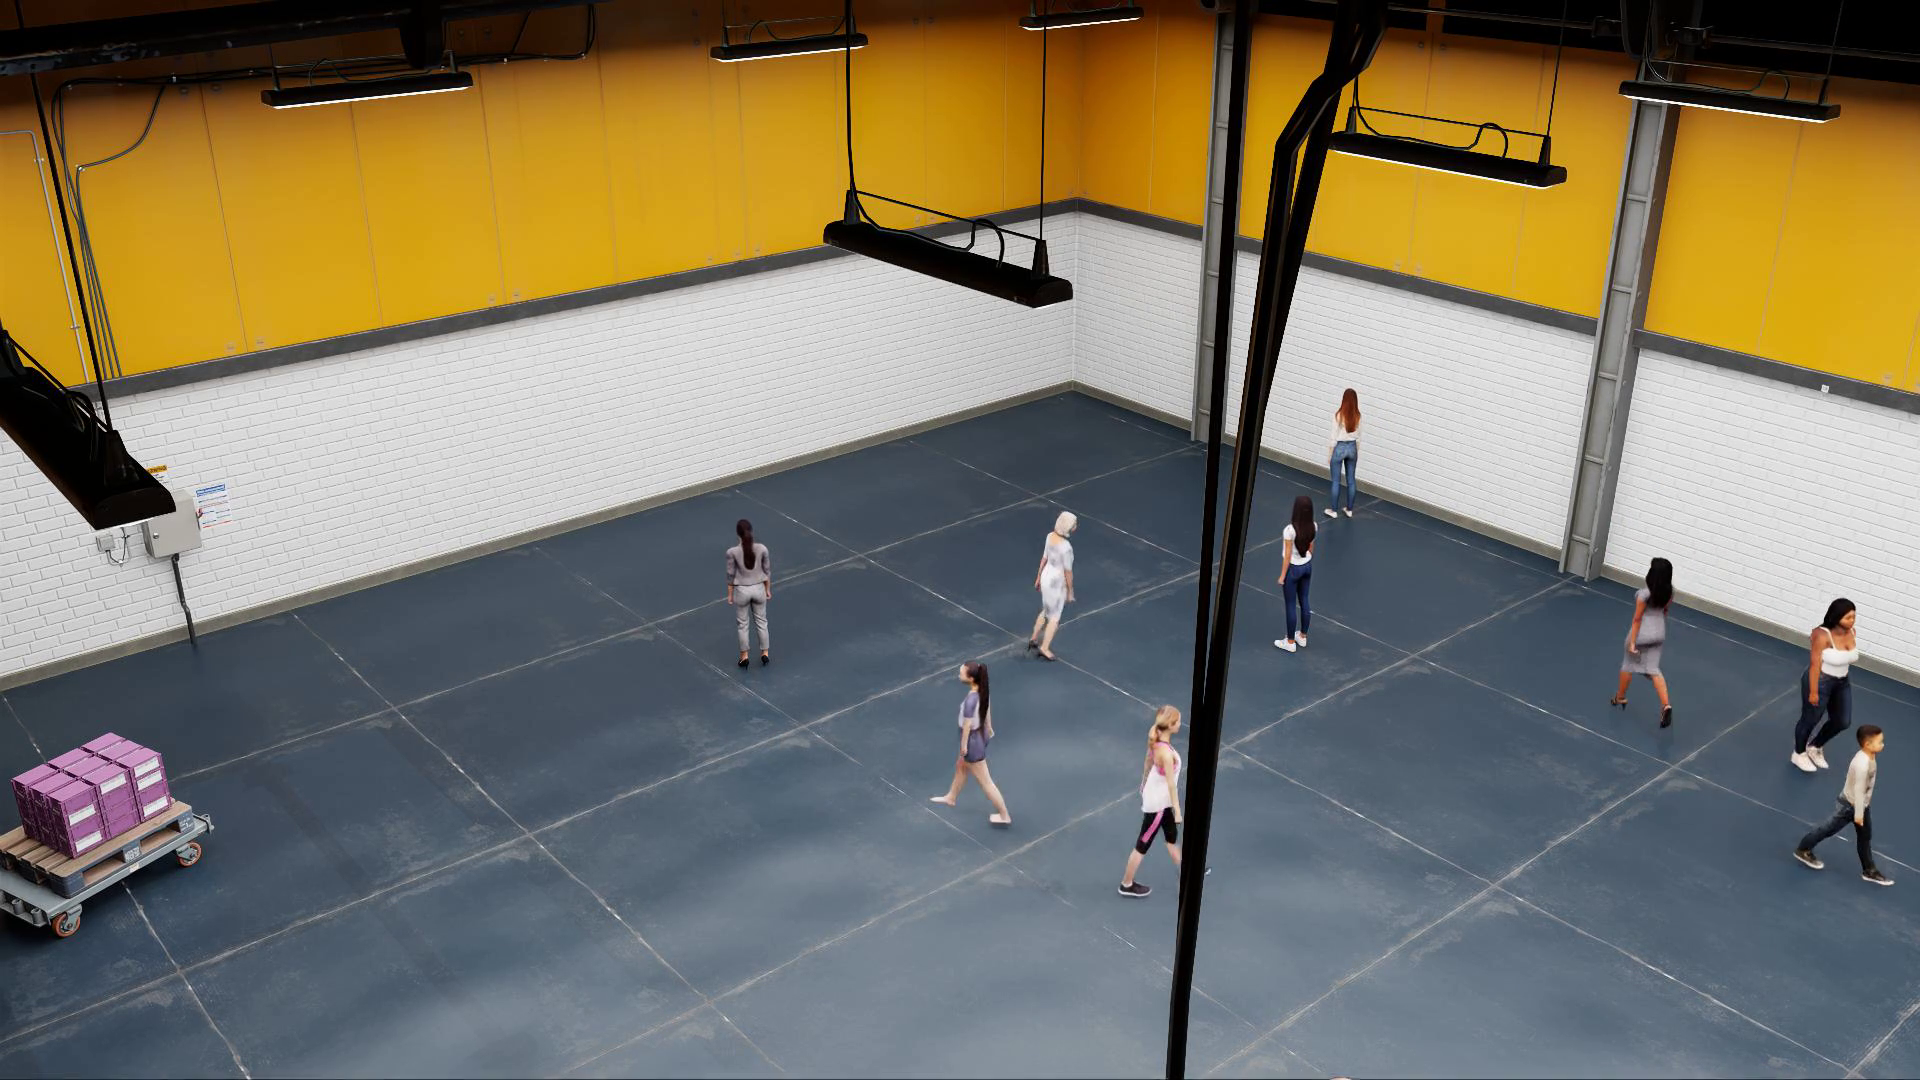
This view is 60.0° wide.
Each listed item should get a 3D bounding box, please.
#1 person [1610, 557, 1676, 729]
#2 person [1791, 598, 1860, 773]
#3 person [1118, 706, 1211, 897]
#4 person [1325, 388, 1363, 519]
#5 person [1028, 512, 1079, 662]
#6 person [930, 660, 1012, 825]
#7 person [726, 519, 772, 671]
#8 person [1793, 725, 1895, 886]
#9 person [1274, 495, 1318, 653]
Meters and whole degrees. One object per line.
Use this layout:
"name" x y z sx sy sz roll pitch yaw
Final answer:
"person" 6.835 1.026 16.382 0.898 1.754 1.125 -5 24 -11
"person" 8.058 1.328 15.636 0.750 1.798 0.769 -7 24 -15
"person" 1.528 2.192 13.722 1.055 1.748 1.089 -3 24 -6
"person" 4.933 -1.121 21.326 0.649 1.728 0.662 -4 24 -8
"person" 0.948 0.502 17.630 0.762 1.714 0.612 -21 31 -39
"person" 0.209 1.829 14.740 1.130 1.599 0.924 10 25 21
"person" -2.222 0.571 17.518 0.705 1.677 0.702 -8 25 -17
"person" 7.479 2.212 14.072 1.039 1.431 0.675 18 30 36
"person" 3.637 0.350 17.904 0.610 1.774 0.540 -15 28 -31
